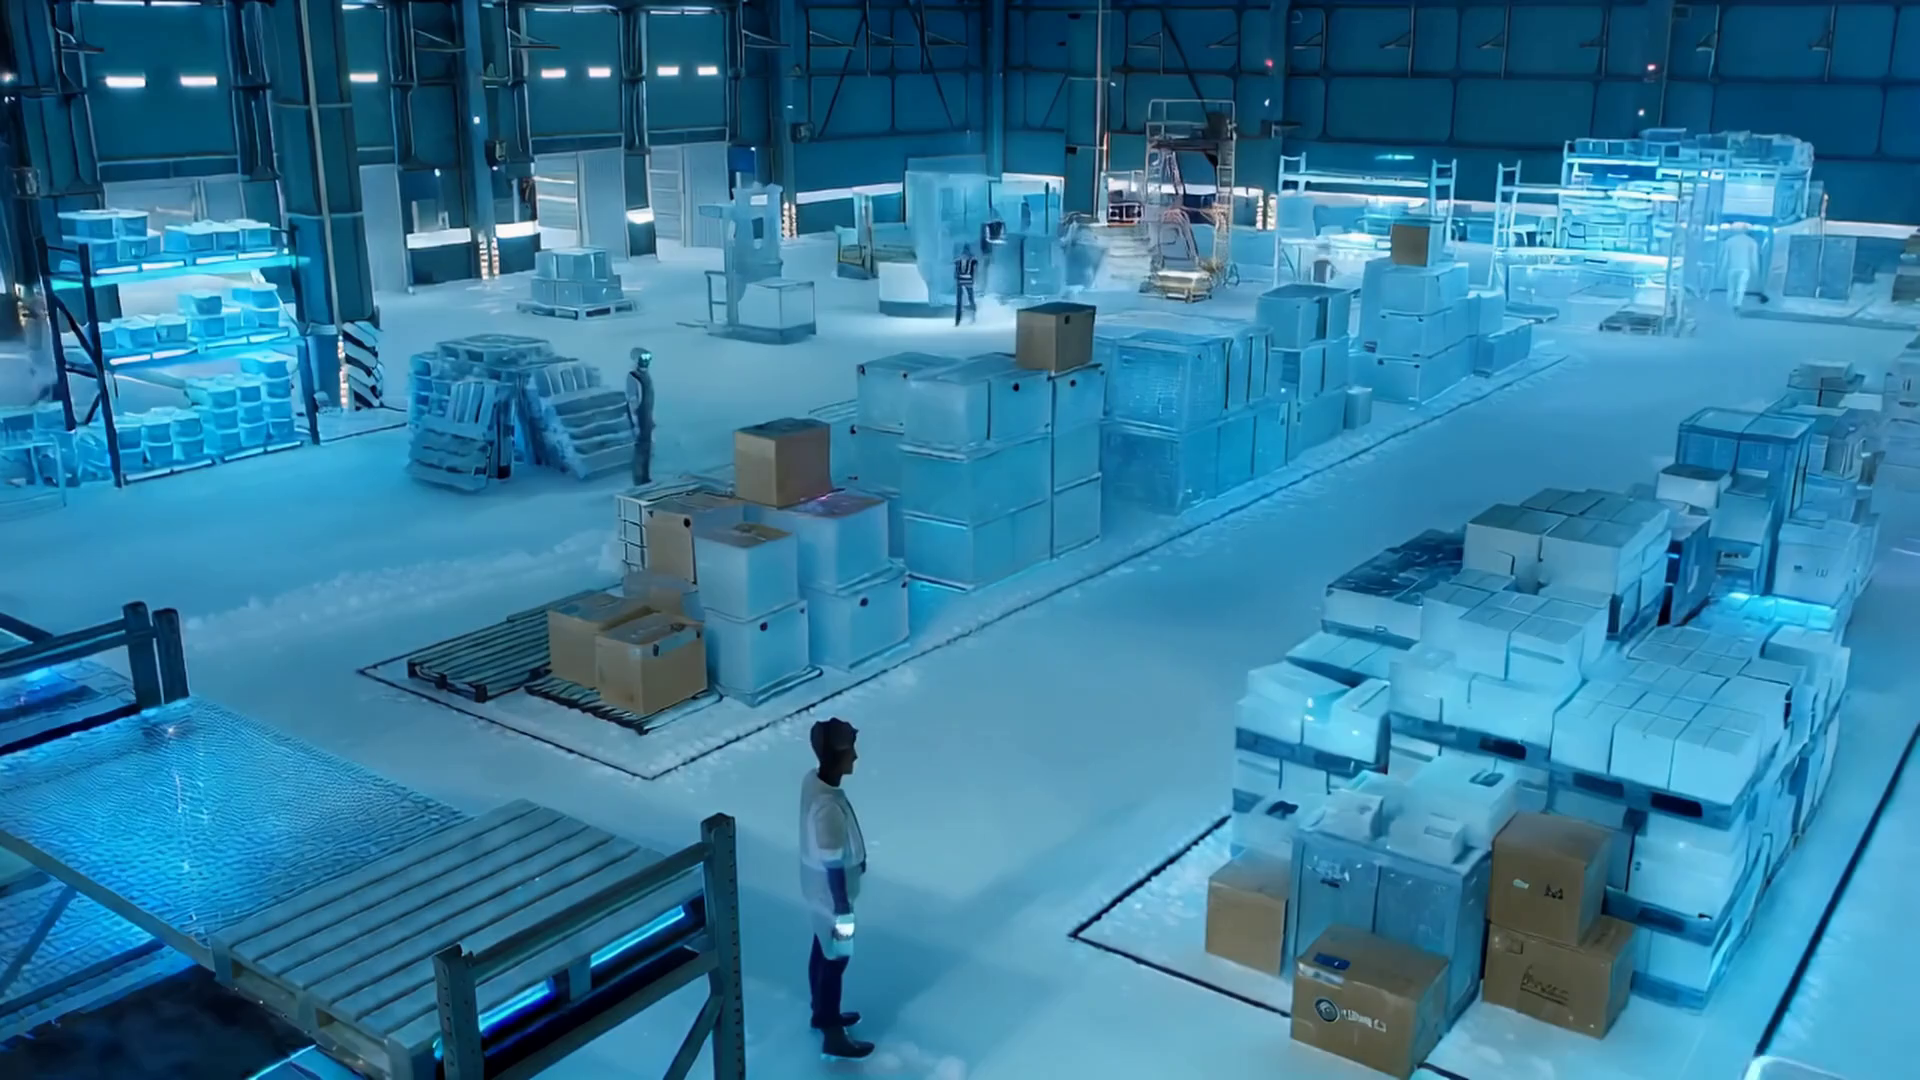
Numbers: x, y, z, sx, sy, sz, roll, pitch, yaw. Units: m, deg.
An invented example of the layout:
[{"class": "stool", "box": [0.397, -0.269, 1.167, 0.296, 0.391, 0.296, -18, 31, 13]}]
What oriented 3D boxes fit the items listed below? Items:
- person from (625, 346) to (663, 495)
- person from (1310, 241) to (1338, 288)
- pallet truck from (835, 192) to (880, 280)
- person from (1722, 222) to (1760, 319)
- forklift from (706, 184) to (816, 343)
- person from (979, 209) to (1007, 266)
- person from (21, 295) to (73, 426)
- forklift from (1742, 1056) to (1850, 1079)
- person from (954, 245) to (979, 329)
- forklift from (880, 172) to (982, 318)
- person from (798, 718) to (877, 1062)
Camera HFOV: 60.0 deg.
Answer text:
[{"class": "person", "box": [-3.887, -1.463, 20.380, 0.346, 1.847, 0.506, 5, 17, 15]}, {"class": "person", "box": [6.552, -4.449, 30.172, 0.551, 1.911, 0.845, 15, 22, 40]}, {"class": "pallet truck", "box": [-1.936, -7.159, 38.982, 1.885, 1.965, 0.823, -12, 21, -34]}, {"class": "person", "box": [15.624, -5.402, 33.339, 0.643, 1.909, 0.957, 8, 19, 25]}, {"class": "forklift", "box": [-3.717, -5.181, 30.929, 1.873, 2.768, 1.129, 12, 21, 35]}, {"class": "person", "box": [0.731, -6.266, 36.264, 0.615, 1.850, 0.850, -1, 17, -2]}, {"class": "person", "box": [-13.104, -2.531, 23.786, 0.549, 1.920, 0.557, 4, 17, 14]}, {"class": "forklift", "box": [4.005, 2.216, 6.436, 1.873, 2.768, 1.129, 12, 21, 35]}, {"class": "person", "box": [0.151, -4.948, 32.347, 0.520, 1.597, 0.862, 7, 18, 23]}, {"class": "forklift", "box": [-0.599, -5.971, 33.546, 1.873, 2.768, 1.129, 5, 18, 16]}, {"class": "person", "box": [-0.689, 1.891, 9.071, 0.367, 1.966, 0.607, -5, 17, -15]}]
